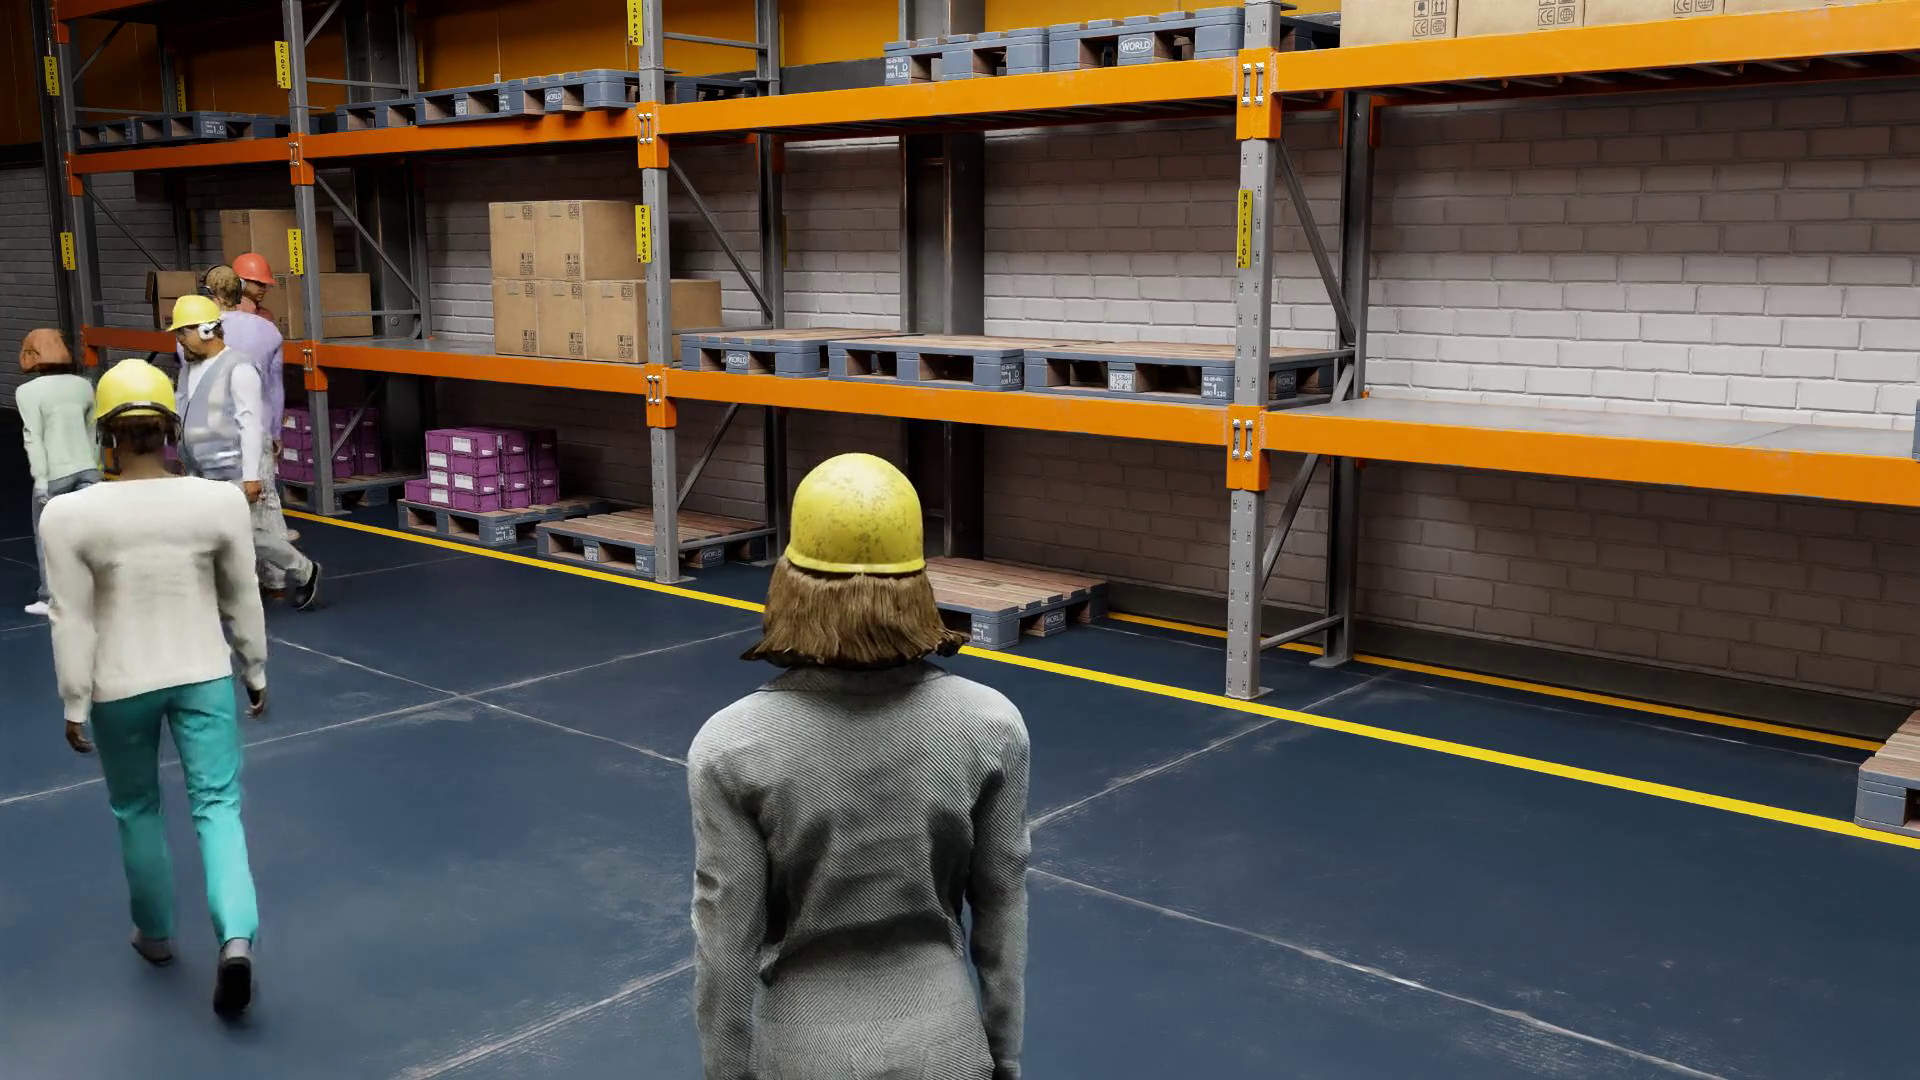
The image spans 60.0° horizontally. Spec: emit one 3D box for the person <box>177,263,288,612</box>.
[{"bbox_3d":[-4.043,-0.562,9.271,0.372,1.941,0.627,6,12,31],"label":"person"}]

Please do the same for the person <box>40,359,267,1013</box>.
[{"bbox_3d":[-2.126,0.383,4.465,0.534,1.735,0.821,-7,12,-33],"label":"person"}]

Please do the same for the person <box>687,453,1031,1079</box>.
[{"bbox_3d":[-0.141,0.745,2.385,0.488,1.743,0.321,-3,10,-17],"label":"person"}]

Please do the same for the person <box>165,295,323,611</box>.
[{"bbox_3d":[-3.863,-0.410,8.869,0.603,1.792,0.832,6,12,30],"label":"person"}]

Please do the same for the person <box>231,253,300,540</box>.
[{"bbox_3d":[-4.798,-0.947,11.322,0.386,1.989,0.608,2,10,9],"label":"person"}]

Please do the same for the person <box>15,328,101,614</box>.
[{"bbox_3d":[-4.814,-0.355,9.063,0.799,1.598,0.509,4,11,22],"label":"person"}]
